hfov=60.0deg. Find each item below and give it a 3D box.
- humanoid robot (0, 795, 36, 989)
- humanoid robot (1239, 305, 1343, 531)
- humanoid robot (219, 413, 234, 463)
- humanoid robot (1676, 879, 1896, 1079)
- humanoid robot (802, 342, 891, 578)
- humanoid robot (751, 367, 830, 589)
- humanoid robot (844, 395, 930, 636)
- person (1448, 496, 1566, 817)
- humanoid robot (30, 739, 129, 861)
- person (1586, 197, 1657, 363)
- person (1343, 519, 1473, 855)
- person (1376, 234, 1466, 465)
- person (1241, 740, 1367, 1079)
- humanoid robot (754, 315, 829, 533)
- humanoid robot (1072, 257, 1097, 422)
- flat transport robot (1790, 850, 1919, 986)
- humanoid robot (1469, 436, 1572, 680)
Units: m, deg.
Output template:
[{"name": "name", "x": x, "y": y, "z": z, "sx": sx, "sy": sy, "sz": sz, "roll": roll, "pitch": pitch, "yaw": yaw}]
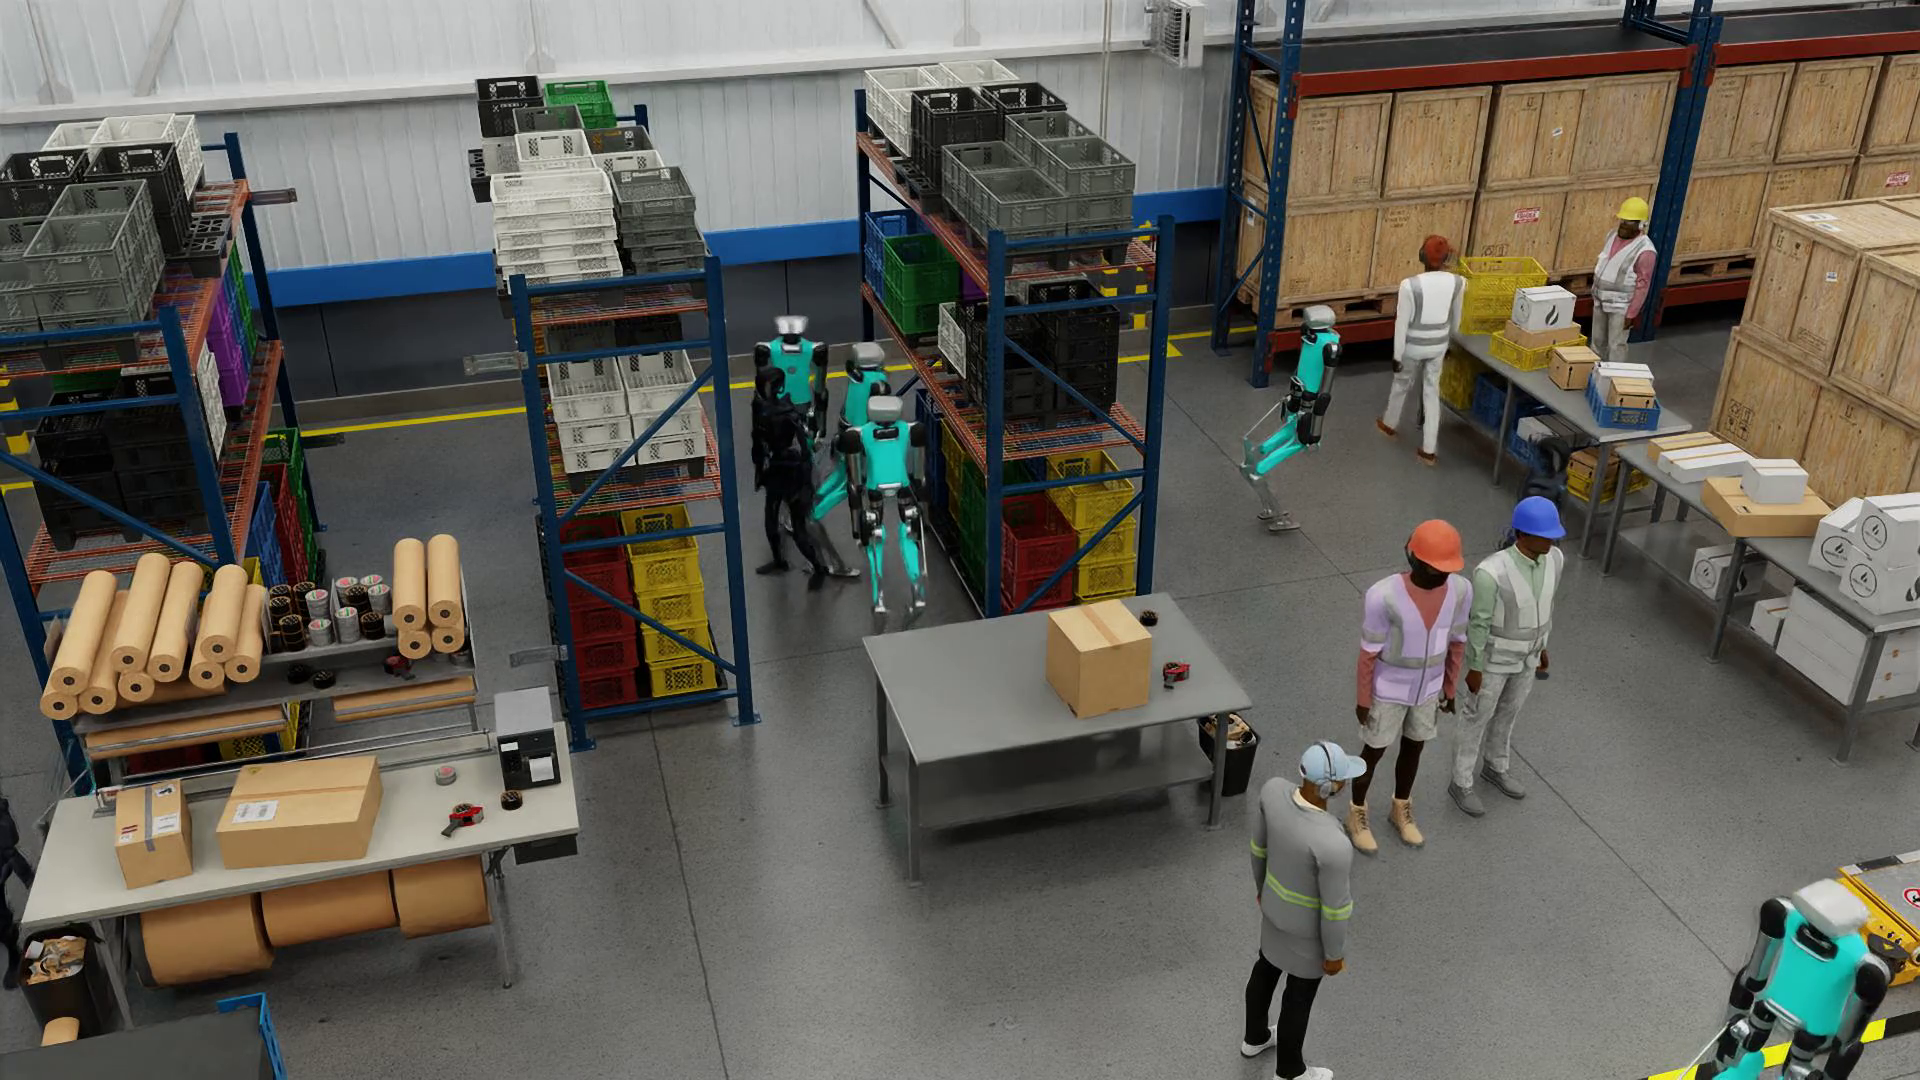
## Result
[{"name": "humanoid robot", "x": -4.767, "y": 1.521, "z": 7.934, "sx": 0.603, "sy": 1.655, "sz": 0.473, "roll": -5, "pitch": 29, "yaw": -10}, {"name": "humanoid robot", "x": 2.339, "y": -0.871, "z": 12.116, "sx": 0.736, "sy": 1.692, "sz": 0.530, "roll": -5, "pitch": 29, "yaw": -10}, {"name": "humanoid robot", "x": -5.641, "y": -0.932, "z": 12.453, "sx": 0.787, "sy": 1.633, "sz": 0.600, "roll": -6, "pitch": 29, "yaw": -10}, {"name": "humanoid robot", "x": 3.179, "y": 2.172, "z": 6.674, "sx": 0.987, "sy": 1.740, "sz": 0.530, "roll": -16, "pitch": 32, "yaw": -26}, {"name": "humanoid robot", "x": -0.898, "y": -0.482, "z": 11.523, "sx": 0.817, "sy": 1.781, "sz": 0.608, "roll": -14, "pitch": 32, "yaw": -24}, {"name": "humanoid robot", "x": -1.191, "y": -0.454, "z": 11.526, "sx": 0.611, "sy": 1.636, "sz": 0.391, "roll": 24, "pitch": 37, "yaw": 37}, {"name": "humanoid robot", "x": -0.420, "y": 0.055, "z": 10.639, "sx": 0.537, "sy": 1.878, "sz": 0.735, "roll": -5, "pitch": 29, "yaw": -9}, {"name": "person", "x": 3.051, "y": 0.630, "z": 9.271, "sx": 0.606, "sy": 1.950, "sz": 0.379, "roll": -15, "pitch": 32, "yaw": -25}, {"name": "humanoid robot", "x": -4.493, "y": 1.203, "z": 8.486, "sx": 0.833, "sy": 1.803, "sz": 0.546, "roll": -16, "pitch": 32, "yaw": -26}, {"name": "person", "x": 5.603, "y": -2.045, "z": 14.255, "sx": 0.404, "sy": 1.835, "sz": 0.597, "roll": -8, "pitch": 30, "yaw": -15}, {"name": "person", "x": 2.408, "y": 0.793, "z": 8.893, "sx": 0.606, "sy": 2.039, "sz": 0.396, "roll": -6, "pitch": 29, "yaw": -11}, {"name": "person", "x": 3.729, "y": -1.560, "z": 13.373, "sx": 0.586, "sy": 1.839, "sz": 0.901, "roll": -4, "pitch": 29, "yaw": -7}, {"name": "person", "x": 1.549, "y": 1.671, "z": 7.478, "sx": 0.397, "sy": 1.850, "sz": 0.597, "roll": -14, "pitch": 32, "yaw": -23}, {"name": "humanoid robot", "x": -1.227, "y": -0.863, "z": 12.213, "sx": 0.579, "sy": 1.793, "sz": 0.661, "roll": -2, "pitch": 29, "yaw": -4}, {"name": "humanoid robot", "x": 0.906, "y": -1.673, "z": 13.772, "sx": 0.673, "sy": 1.634, "sz": 0.610, "roll": 0, "pitch": 29, "yaw": 0}, {"name": "flat transport robot", "x": 5.163, "y": 1.916, "z": 8.676, "sx": 1.431, "sy": 0.231, "sz": 0.659, "roll": -8, "pitch": 30, "yaw": -14}, {"name": "humanoid robot", "x": 3.579, "y": 0.065, "z": 10.596, "sx": 0.640, "sy": 1.631, "sz": 0.587, "roll": 23, "pitch": 36, "yaw": 36}]
